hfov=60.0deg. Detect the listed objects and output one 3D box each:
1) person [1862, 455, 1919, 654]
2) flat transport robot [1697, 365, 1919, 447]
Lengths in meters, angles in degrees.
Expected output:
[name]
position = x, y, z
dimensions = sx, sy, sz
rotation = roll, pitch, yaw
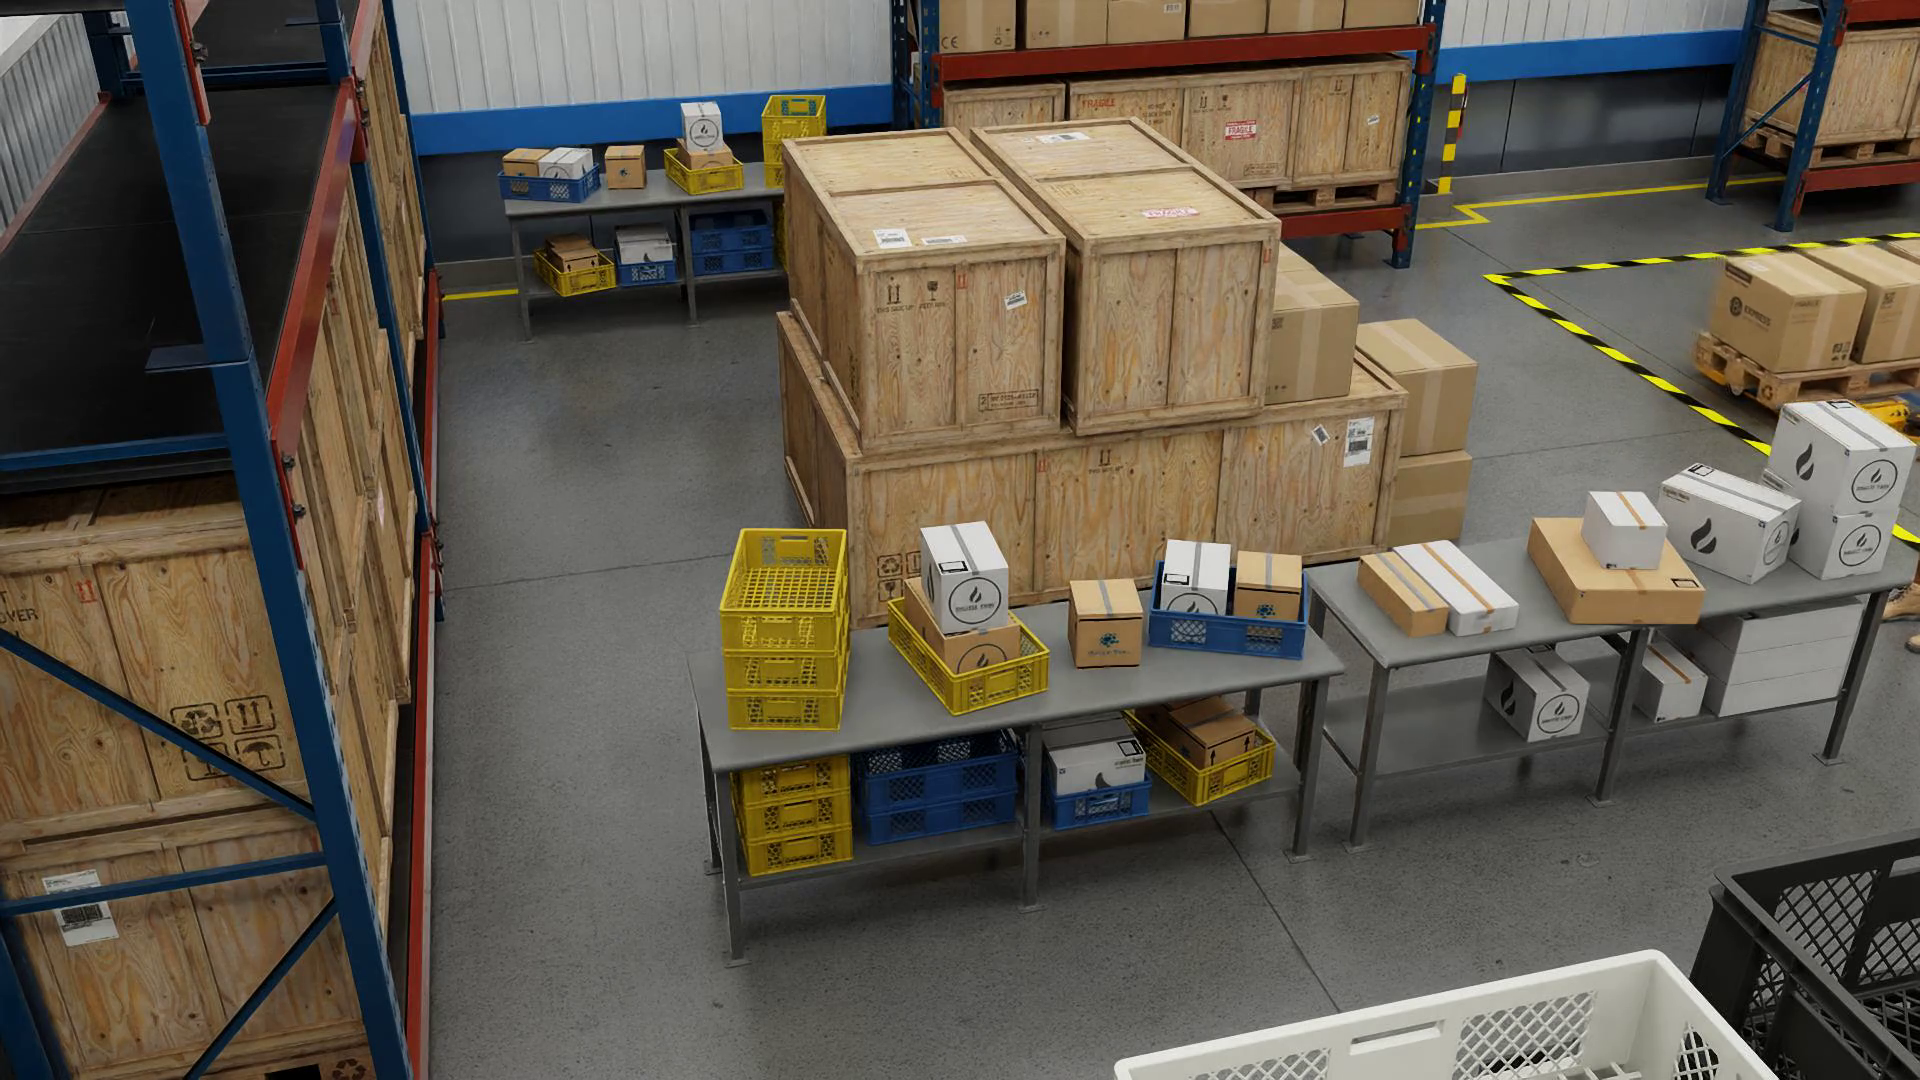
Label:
[person]
position = 4.885, -0.396, 7.998
dimensions = 0.385, 2.045, 0.605
rotation = -5, 29, -8
[flat transport robot]
position = 5.549, -0.959, 10.828
dimensions = 0.652, 0.197, 1.431
rotation = -7, 30, -13
